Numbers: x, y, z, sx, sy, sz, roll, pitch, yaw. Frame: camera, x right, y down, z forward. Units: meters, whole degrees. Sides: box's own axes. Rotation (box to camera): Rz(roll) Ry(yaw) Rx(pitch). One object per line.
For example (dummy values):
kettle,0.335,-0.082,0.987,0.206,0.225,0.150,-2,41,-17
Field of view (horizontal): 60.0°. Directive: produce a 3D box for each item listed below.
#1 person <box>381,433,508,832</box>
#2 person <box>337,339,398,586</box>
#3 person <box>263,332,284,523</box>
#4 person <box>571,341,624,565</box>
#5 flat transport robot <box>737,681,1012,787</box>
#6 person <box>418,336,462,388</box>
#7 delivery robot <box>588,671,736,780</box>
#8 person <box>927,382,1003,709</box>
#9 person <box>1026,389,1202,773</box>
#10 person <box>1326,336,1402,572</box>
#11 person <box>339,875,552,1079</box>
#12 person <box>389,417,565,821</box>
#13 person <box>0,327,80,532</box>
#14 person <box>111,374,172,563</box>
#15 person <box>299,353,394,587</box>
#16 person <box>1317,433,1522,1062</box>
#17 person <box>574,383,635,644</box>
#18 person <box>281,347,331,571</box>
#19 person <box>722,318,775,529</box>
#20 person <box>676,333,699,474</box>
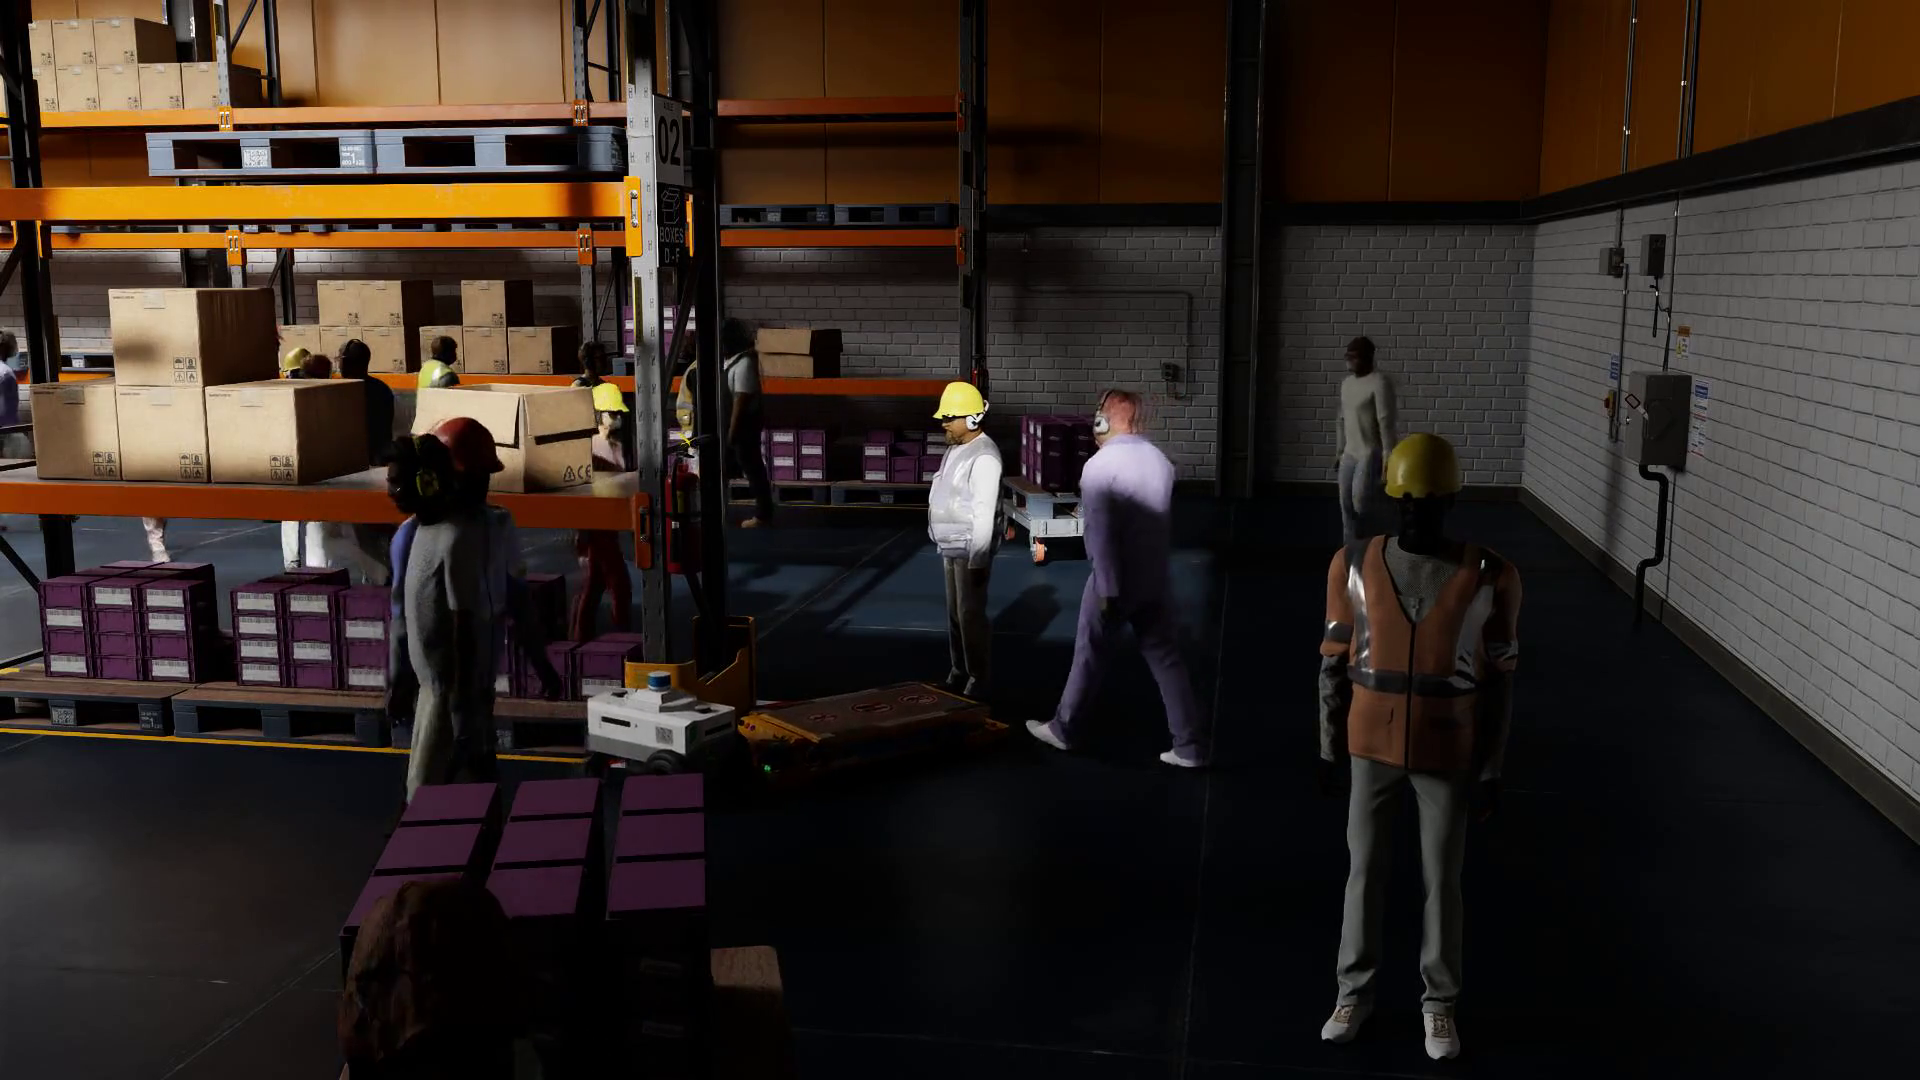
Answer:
person,-1.843,0.531,5.990,0.552,1.844,0.545,-5,10,-26
person,-4.231,-0.455,11.820,0.376,1.940,0.629,2,9,12
person,-6.651,-1.135,16.029,0.356,1.942,0.543,-5,10,-27
person,-3.000,-0.709,13.685,0.339,1.846,0.514,2,9,13
flat transport robot,-0.500,0.943,8.304,1.431,0.197,0.652,-7,11,-37
person,-5.078,-1.088,16.214,0.940,1.805,0.635,-8,12,-42
delivery robot,-1.387,0.851,7.701,0.707,0.478,0.477,6,11,33
person,0.030,0.043,9.116,0.404,1.820,0.593,-3,10,-16
person,0.815,0.188,8.177,0.652,1.840,0.983,-9,13,-43
person,3.289,-0.670,13.232,0.618,1.916,0.657,-3,10,-17
person,-0.578,1.241,2.297,0.492,1.607,0.523,-3,10,-18
person,-1.897,0.471,6.282,0.988,1.891,0.552,4,10,24
person,-8.727,-1.009,15.392,0.978,1.896,0.647,-8,12,-40
person,-6.803,-0.815,14.008,0.613,1.966,0.859,-6,11,-35
person,-4.336,-0.374,11.612,0.853,1.857,0.583,0,9,1
person,1.392,0.631,5.117,0.587,1.928,0.363,3,10,20
person,-2.054,-0.074,10.092,0.770,1.740,0.527,1,9,9
person,-5.008,-0.552,12.738,0.403,1.837,0.590,5,11,30
person,-2.181,-1.086,15.423,1.008,2.000,0.697,-4,10,-25
person,-2.527,-1.074,16.058,0.433,1.822,0.686,0,9,-1
